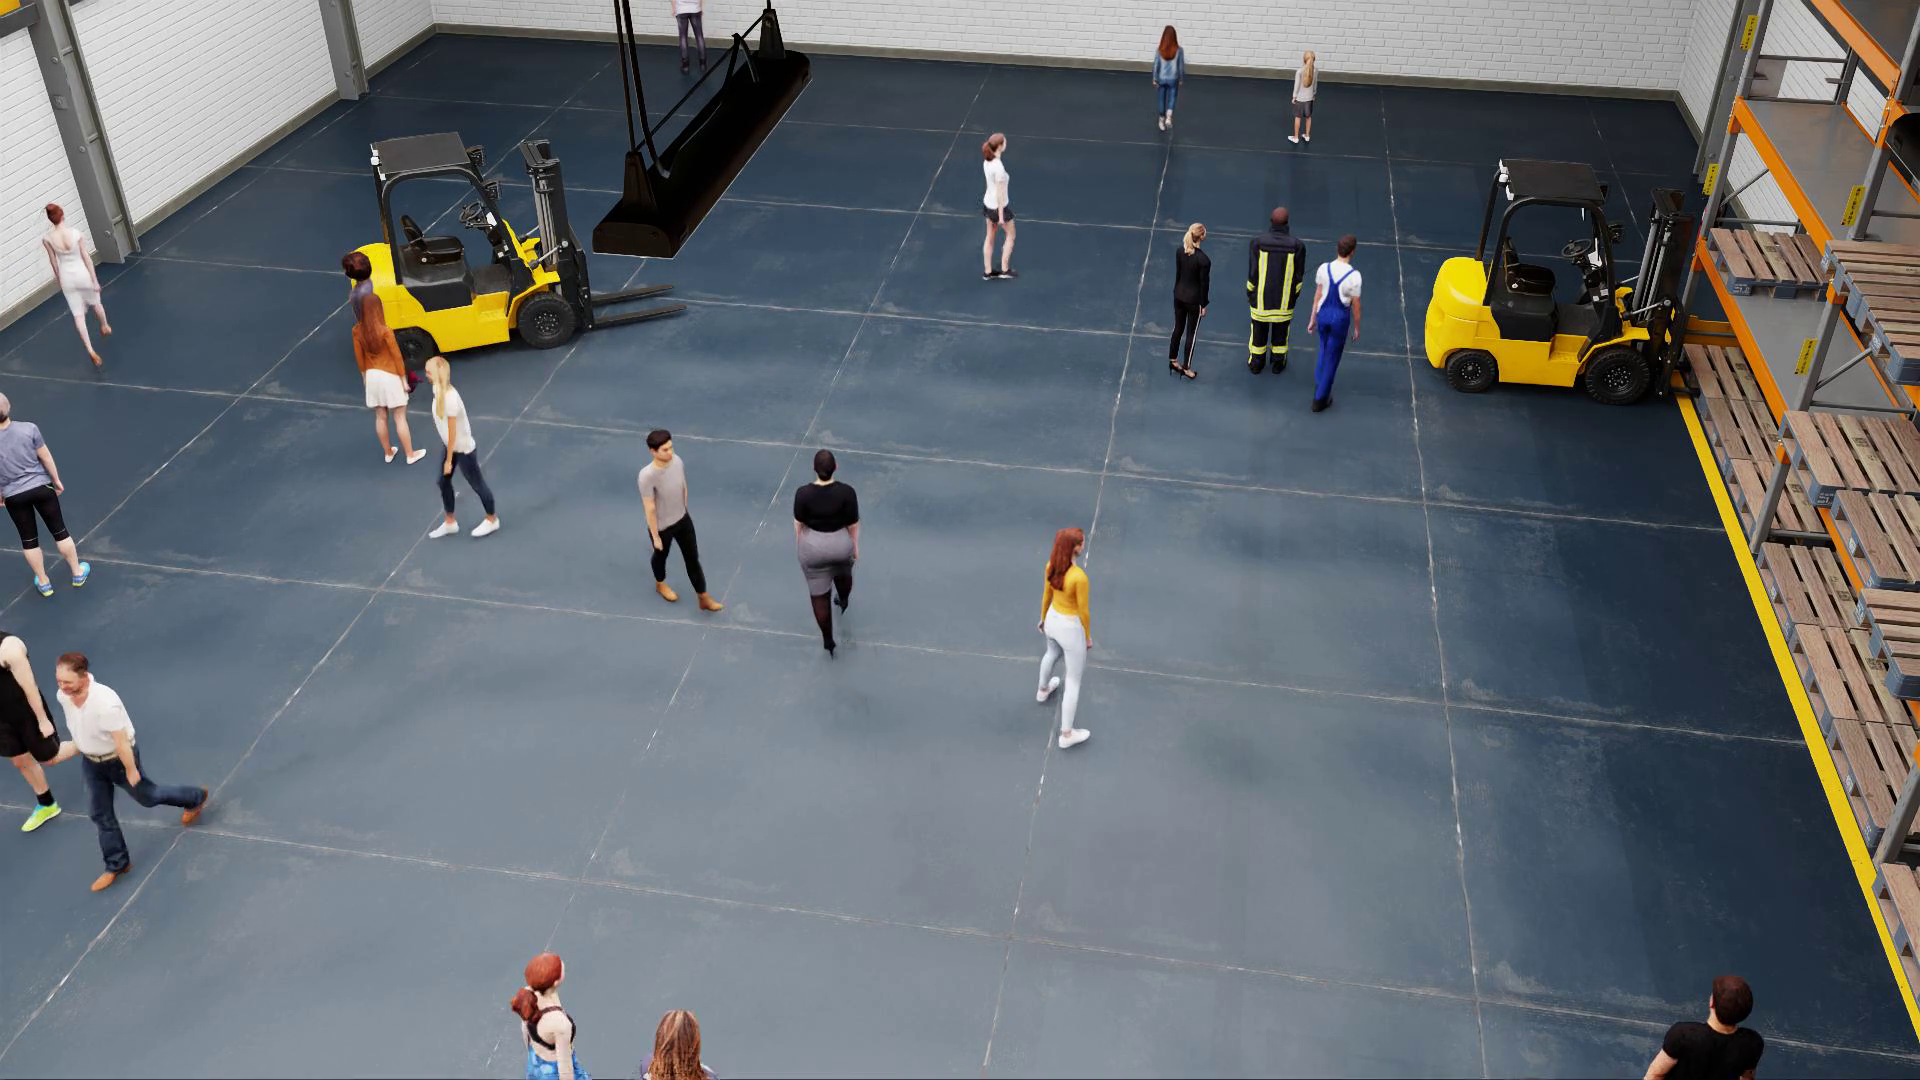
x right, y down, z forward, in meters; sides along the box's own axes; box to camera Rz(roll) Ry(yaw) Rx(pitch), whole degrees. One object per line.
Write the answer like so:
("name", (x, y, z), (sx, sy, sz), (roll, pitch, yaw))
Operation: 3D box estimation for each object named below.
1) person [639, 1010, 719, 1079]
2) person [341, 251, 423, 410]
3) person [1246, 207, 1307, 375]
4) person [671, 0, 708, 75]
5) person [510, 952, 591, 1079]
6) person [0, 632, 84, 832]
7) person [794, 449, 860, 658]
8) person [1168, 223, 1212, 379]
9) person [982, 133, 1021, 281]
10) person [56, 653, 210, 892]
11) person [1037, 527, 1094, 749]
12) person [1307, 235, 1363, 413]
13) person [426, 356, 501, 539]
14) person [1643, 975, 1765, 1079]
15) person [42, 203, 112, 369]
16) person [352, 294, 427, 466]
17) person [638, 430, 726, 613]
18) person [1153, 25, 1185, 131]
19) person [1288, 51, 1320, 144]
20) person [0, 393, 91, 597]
("person", (-1.455, 3.177, 8.655), (0.783, 1.709, 1.000), (13, 36, 18))
("person", (-5.775, -2.080, 16.575), (0.847, 1.697, 0.846), (-8, 34, -11))
("person", (3.250, -2.590, 17.230), (0.724, 1.821, 0.633), (6, 34, 8))
("person", (-4.176, -8.114, 25.531), (0.752, 1.831, 0.750), (-9, 35, -14))
("person", (-2.246, 2.965, 8.935), (0.949, 1.751, 1.207), (25, 41, 32))
("person", (-6.486, 1.138, 11.576), (0.770, 1.872, 1.016), (7, 34, 10))
("person", (-1.037, 0.145, 13.204), (0.872, 1.724, 1.104), (-6, 34, -9))
("person", (2.350, -2.461, 17.141), (0.679, 1.704, 0.704), (29, 43, 36))
("person", (0.349, -3.792, 19.111), (0.833, 1.741, 0.772), (-16, 37, -23))
("person", (-5.600, 1.431, 11.188), (0.900, 1.814, 1.280), (15, 36, 21))
("person", (0.758, 0.665, 12.427), (1.049, 1.717, 1.003), (-23, 40, -31))
("person", (3.660, -2.117, 16.510), (0.813, 1.830, 0.898), (22, 39, 29))
("person", (-4.295, -0.819, 14.596), (0.950, 1.788, 0.877), (-25, 41, -33))
("person", (3.835, 3.044, 8.741), (0.794, 1.835, 1.217), (1, 34, 1))
("person", (-9.223, -2.614, 17.338), (0.889, 1.742, 1.151), (-8, 34, -12))
("person", (-5.439, -1.506, 15.694), (0.609, 1.717, 0.563), (7, 34, 10))
("person", (-2.460, -0.191, 13.740), (1.036, 1.689, 1.053), (29, 43, 36))
("person", (2.925, -6.463, 23.377), (0.594, 1.467, 0.585), (3, 34, 5))
("person", (4.790, -6.170, 23.110), (0.589, 1.275, 0.626), (-9, 35, -13))
("person", (-7.766, -0.398, 13.871), (0.749, 1.889, 0.786), (-17, 37, -23))
